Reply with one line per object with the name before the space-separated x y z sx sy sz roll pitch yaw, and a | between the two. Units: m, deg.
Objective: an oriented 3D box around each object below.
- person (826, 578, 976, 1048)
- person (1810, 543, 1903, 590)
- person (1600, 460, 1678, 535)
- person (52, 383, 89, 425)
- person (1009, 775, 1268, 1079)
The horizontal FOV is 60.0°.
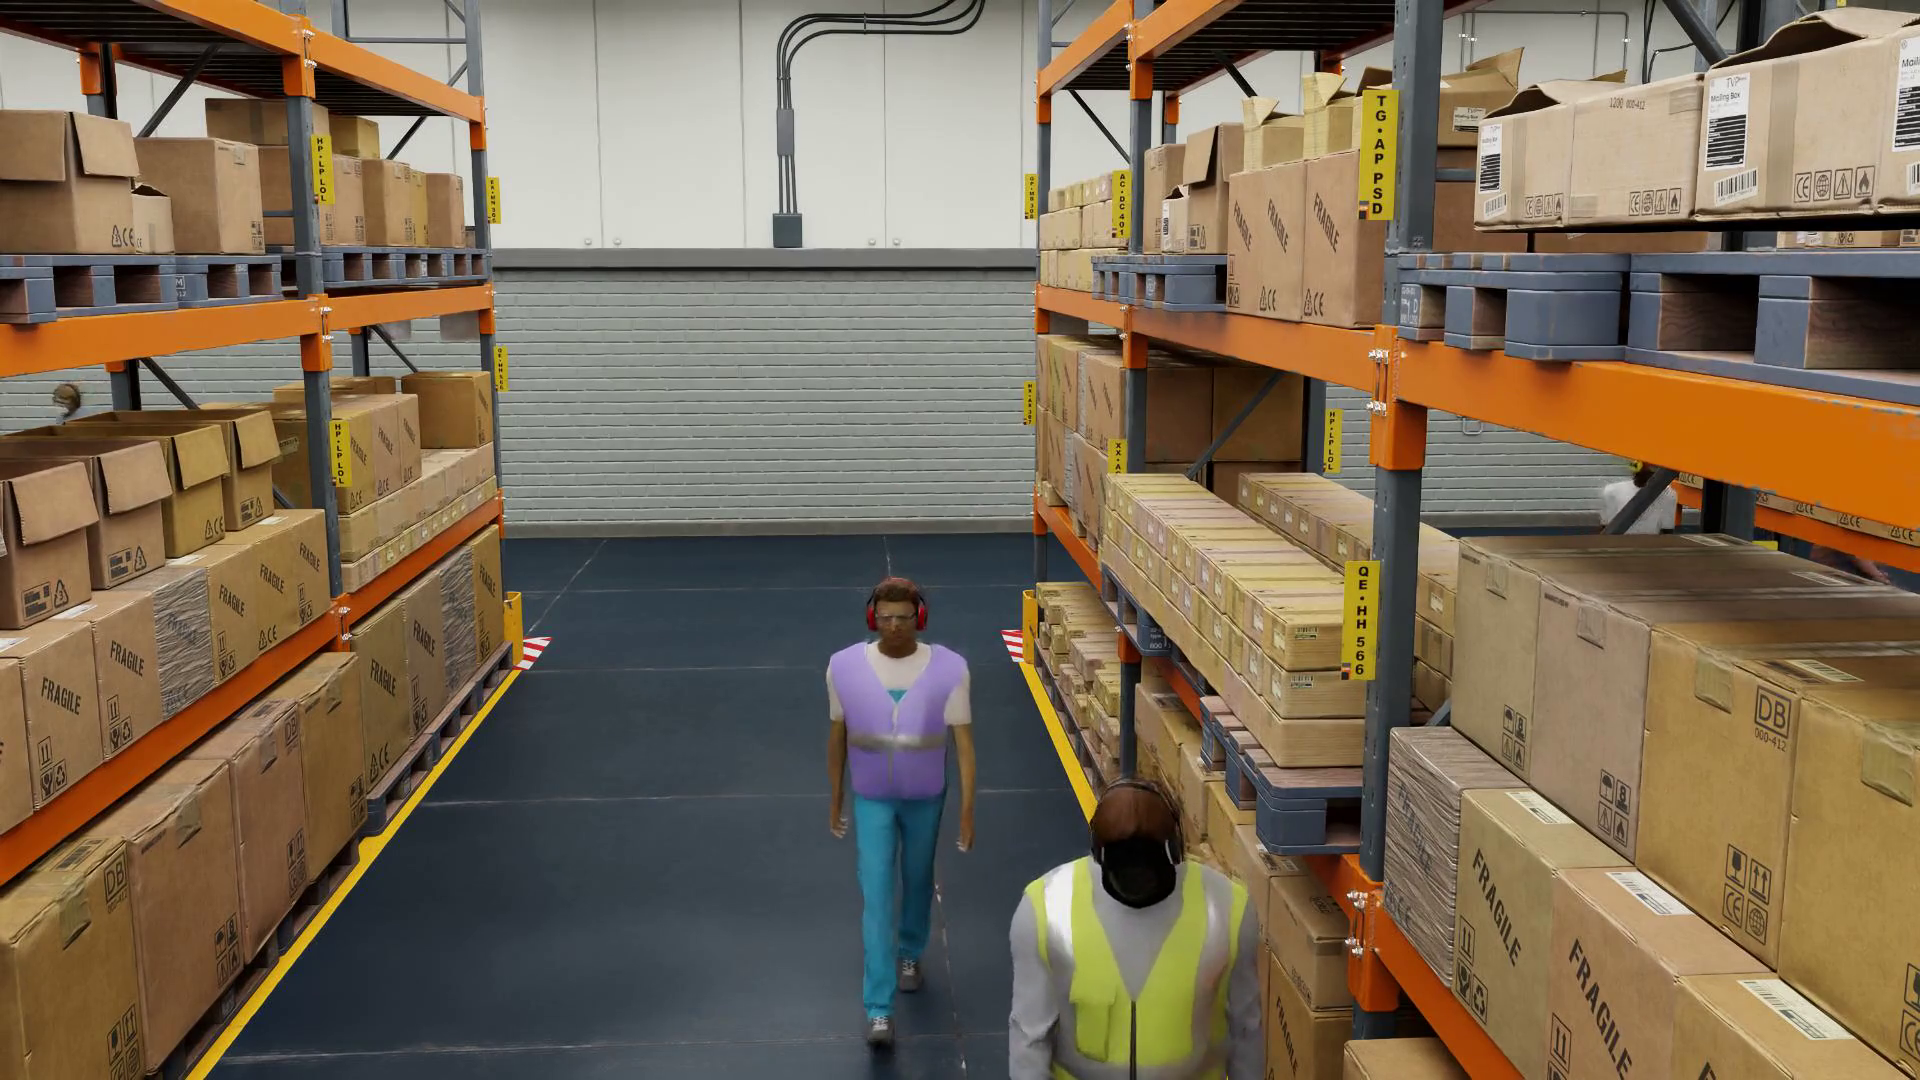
person | -0.231 1.034 6.573 0.588 1.789 0.958 0 10 -1
person | 7.402 -0.229 13.814 0.855 1.860 0.717 3 10 19
person | 4.533 0.250 11.091 0.523 1.829 0.774 0 10 -1
person | -8.171 -0.526 15.472 0.683 1.896 0.479 9 13 42
person | 0.439 1.450 4.141 0.643 1.788 0.999 1 10 8
